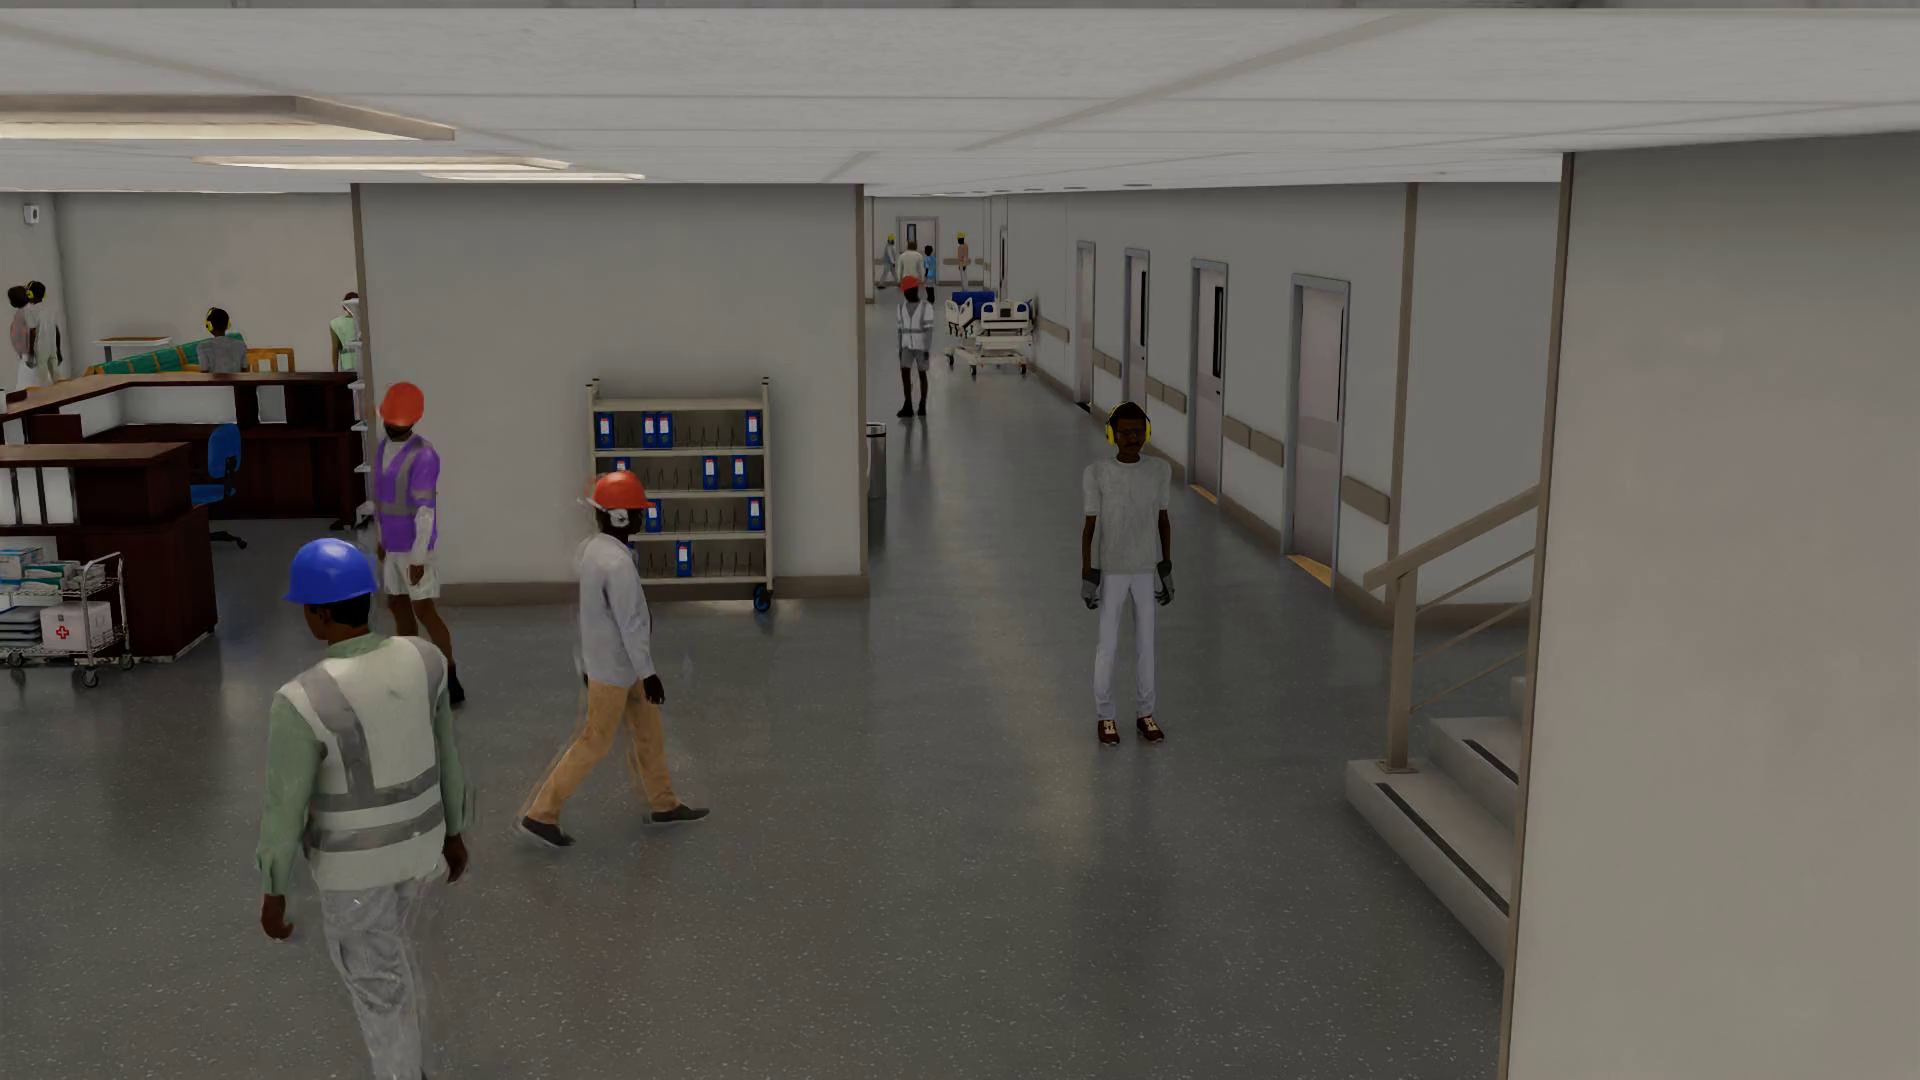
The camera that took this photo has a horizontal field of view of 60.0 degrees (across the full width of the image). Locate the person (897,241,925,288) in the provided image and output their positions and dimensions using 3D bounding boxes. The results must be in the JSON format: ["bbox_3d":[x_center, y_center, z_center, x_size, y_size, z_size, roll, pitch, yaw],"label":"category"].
[{"bbox_3d":[-1.195,-6.439,41.192,0.665,1.888,1.043,4,12,17],"label":"person"}]

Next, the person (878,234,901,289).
[{"bbox_3d":[-2.255,-9.144,54.685,0.962,1.776,0.616,0,12,-2],"label":"person"}]

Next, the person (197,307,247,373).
[{"bbox_3d":[-7.274,-1.363,16.470,0.329,1.864,0.503,10,15,41],"label":"person"}]

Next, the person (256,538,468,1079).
[{"bbox_3d":[-1.839,0.939,5.034,0.571,1.925,0.652,6,13,26],"label":"person"}]

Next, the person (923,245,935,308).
[{"bbox_3d":[-0.837,-7.064,44.726,0.317,1.696,0.541,4,12,19],"label":"person"}]

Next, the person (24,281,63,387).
[{"bbox_3d":[-11.950,-2.438,21.694,0.317,1.870,0.523,4,12,18],"label":"person"}]

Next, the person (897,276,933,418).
[{"bbox_3d":[-0.646,-2.587,22.363,0.550,1.887,0.828,4,12,20],"label":"person"}]

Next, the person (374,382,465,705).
[{"bbox_3d":[-3.165,0.030,9.589,0.395,1.893,0.668,-11,16,-43],"label":"person"}]

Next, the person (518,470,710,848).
[{"bbox_3d":[-1.612,0.539,7.535,0.858,1.717,0.564,-3,12,-16],"label":"person"}]

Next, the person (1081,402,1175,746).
[{"bbox_3d":[0.905,0.180,8.934,0.517,1.866,0.340,-3,12,-12],"label":"person"}]

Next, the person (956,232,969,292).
[{"bbox_3d":[0.067,-8.483,51.127,0.396,1.919,0.582,-4,12,-18],"label":"person"}]
